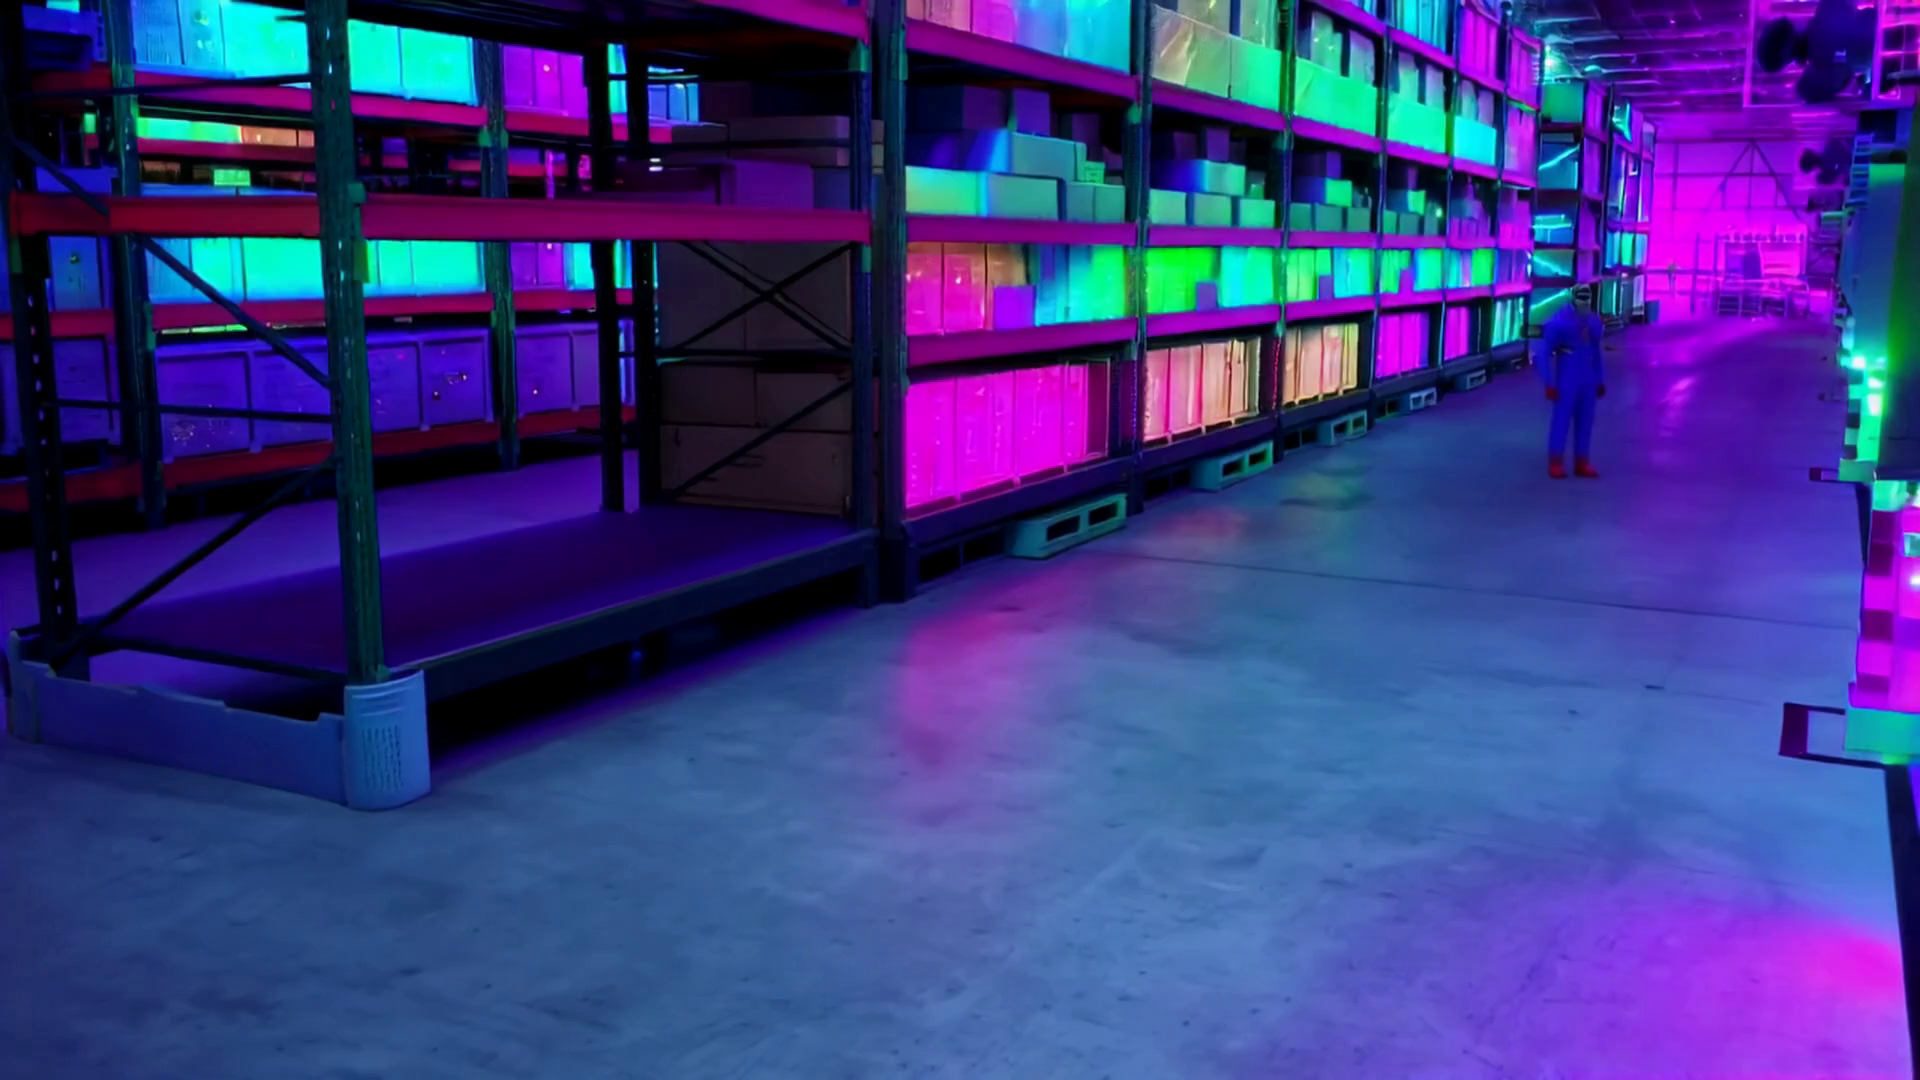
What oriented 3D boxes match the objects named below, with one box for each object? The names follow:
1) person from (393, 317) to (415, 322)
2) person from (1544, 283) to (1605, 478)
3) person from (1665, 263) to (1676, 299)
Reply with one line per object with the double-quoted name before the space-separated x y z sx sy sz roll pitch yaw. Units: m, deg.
"person" -6.838 -2.355 20.794 0.555 1.907 0.808 4 10 20
"person" 5.968 -1.539 16.129 0.653 1.894 0.401 -3 10 -19
"person" 33.875 -12.334 79.201 0.536 1.691 0.319 -5 11 -29
